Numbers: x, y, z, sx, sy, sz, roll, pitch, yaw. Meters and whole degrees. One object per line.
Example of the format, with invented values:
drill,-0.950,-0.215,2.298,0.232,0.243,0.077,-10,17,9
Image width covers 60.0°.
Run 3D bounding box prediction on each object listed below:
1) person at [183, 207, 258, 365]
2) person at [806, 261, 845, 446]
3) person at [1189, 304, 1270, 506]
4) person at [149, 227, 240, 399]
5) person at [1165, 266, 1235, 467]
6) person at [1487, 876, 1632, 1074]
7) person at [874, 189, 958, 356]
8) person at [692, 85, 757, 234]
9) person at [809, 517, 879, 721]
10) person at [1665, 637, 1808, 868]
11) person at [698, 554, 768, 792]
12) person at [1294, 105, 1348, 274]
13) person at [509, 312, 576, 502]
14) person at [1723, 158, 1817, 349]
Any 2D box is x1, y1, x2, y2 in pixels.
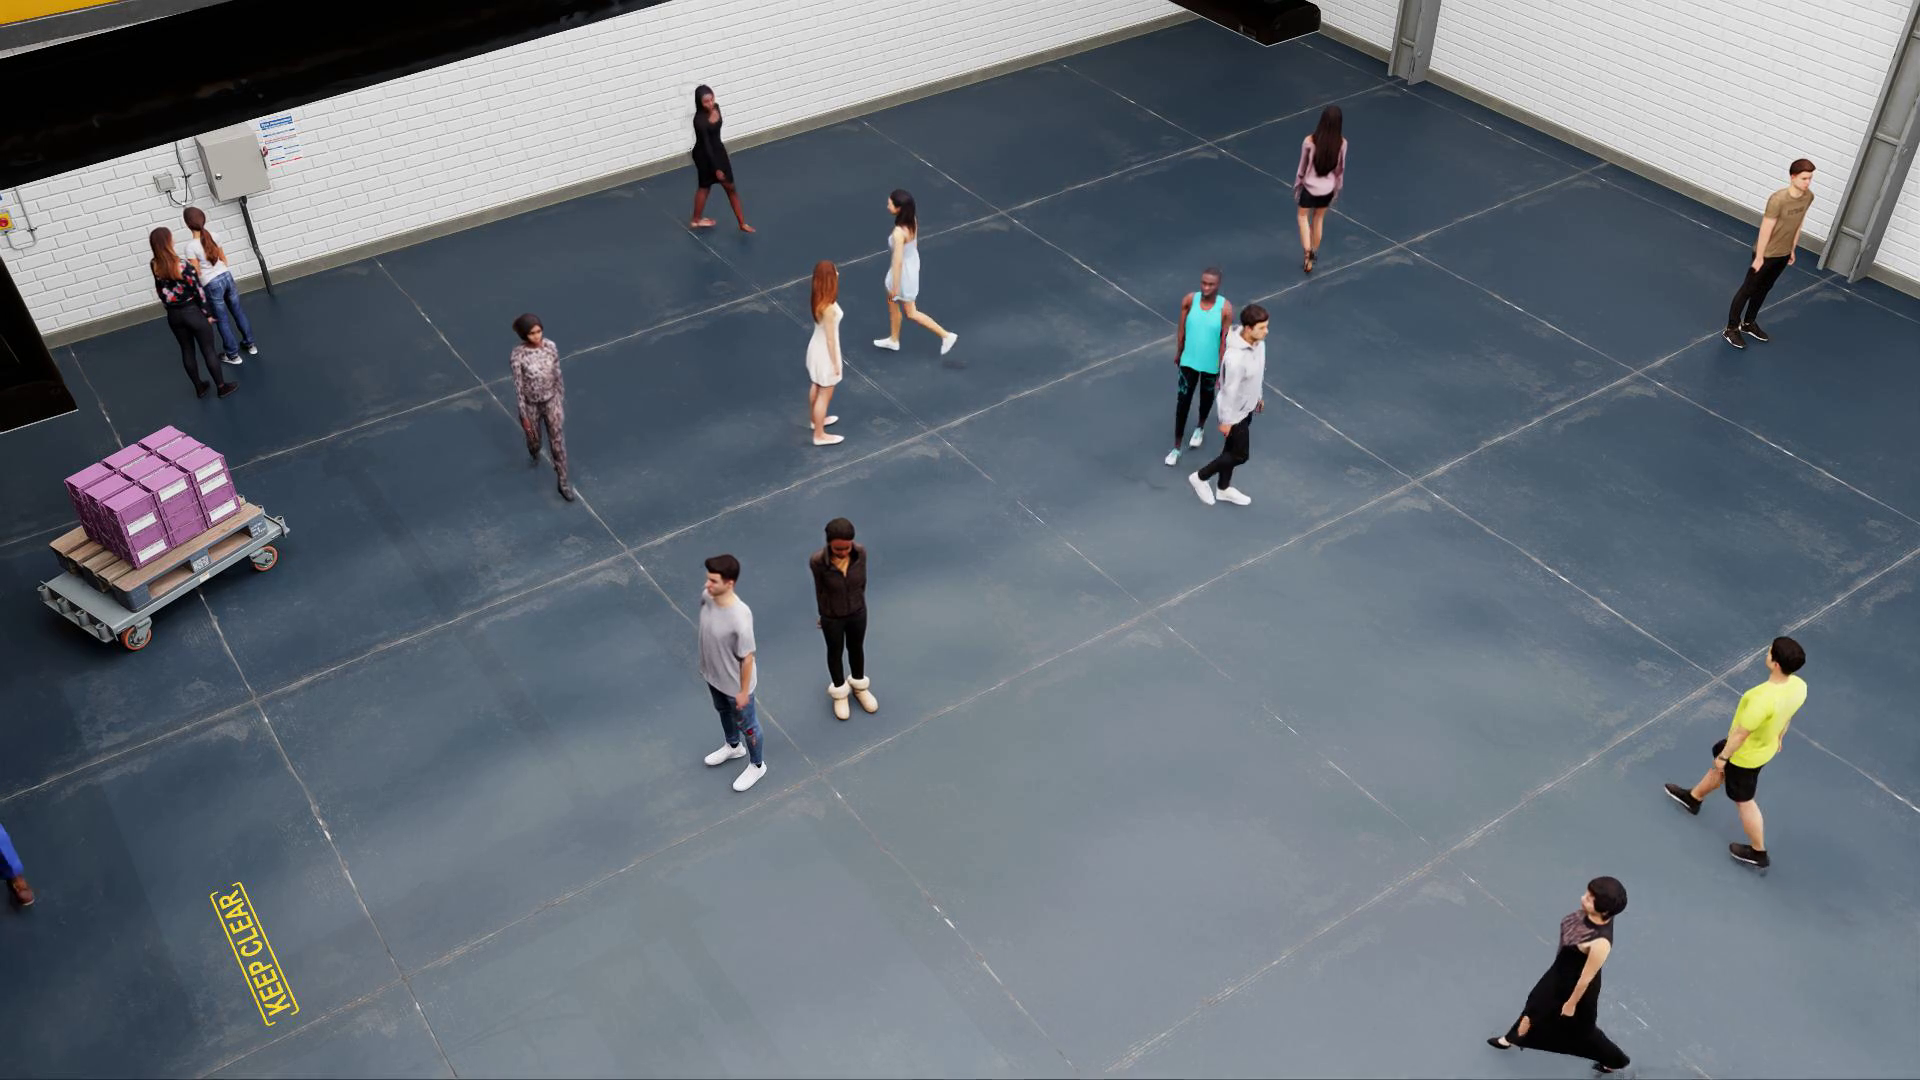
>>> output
person,-6.856,-2.366,15.341,0.628,1.562,0.614,23,44,26
person,-1.172,-1.614,14.286,0.704,1.703,0.598,-9,39,-11
person,2.156,-1.103,13.475,0.905,1.916,0.852,18,42,21
person,-6.886,-2.018,14.808,0.642,1.683,0.701,6,39,8
person,2.090,-1.560,14.149,1.008,1.790,1.003,14,41,17
person,3.522,2.472,9.274,1.064,1.573,0.985,7,39,9
person,-0.421,-2.404,15.277,1.120,1.701,1.012,11,40,13
person,-2.628,-3.940,17.221,1.151,1.675,1.004,9,40,11
person,-0.828,0.493,11.681,0.656,1.661,0.603,-23,44,-26
person,5.101,1.364,10.585,0.638,1.669,1.060,-24,45,-27
person,-1.525,0.857,11.043,0.760,1.890,0.552,-31,48,-32
person,3.548,-3.393,16.437,0.829,1.799,0.895,1,39,1
person,-3.480,-1.133,13.691,0.636,1.695,0.995,-20,43,-23
person,7.589,-2.704,15.532,0.706,1.851,0.643,-15,41,-18
